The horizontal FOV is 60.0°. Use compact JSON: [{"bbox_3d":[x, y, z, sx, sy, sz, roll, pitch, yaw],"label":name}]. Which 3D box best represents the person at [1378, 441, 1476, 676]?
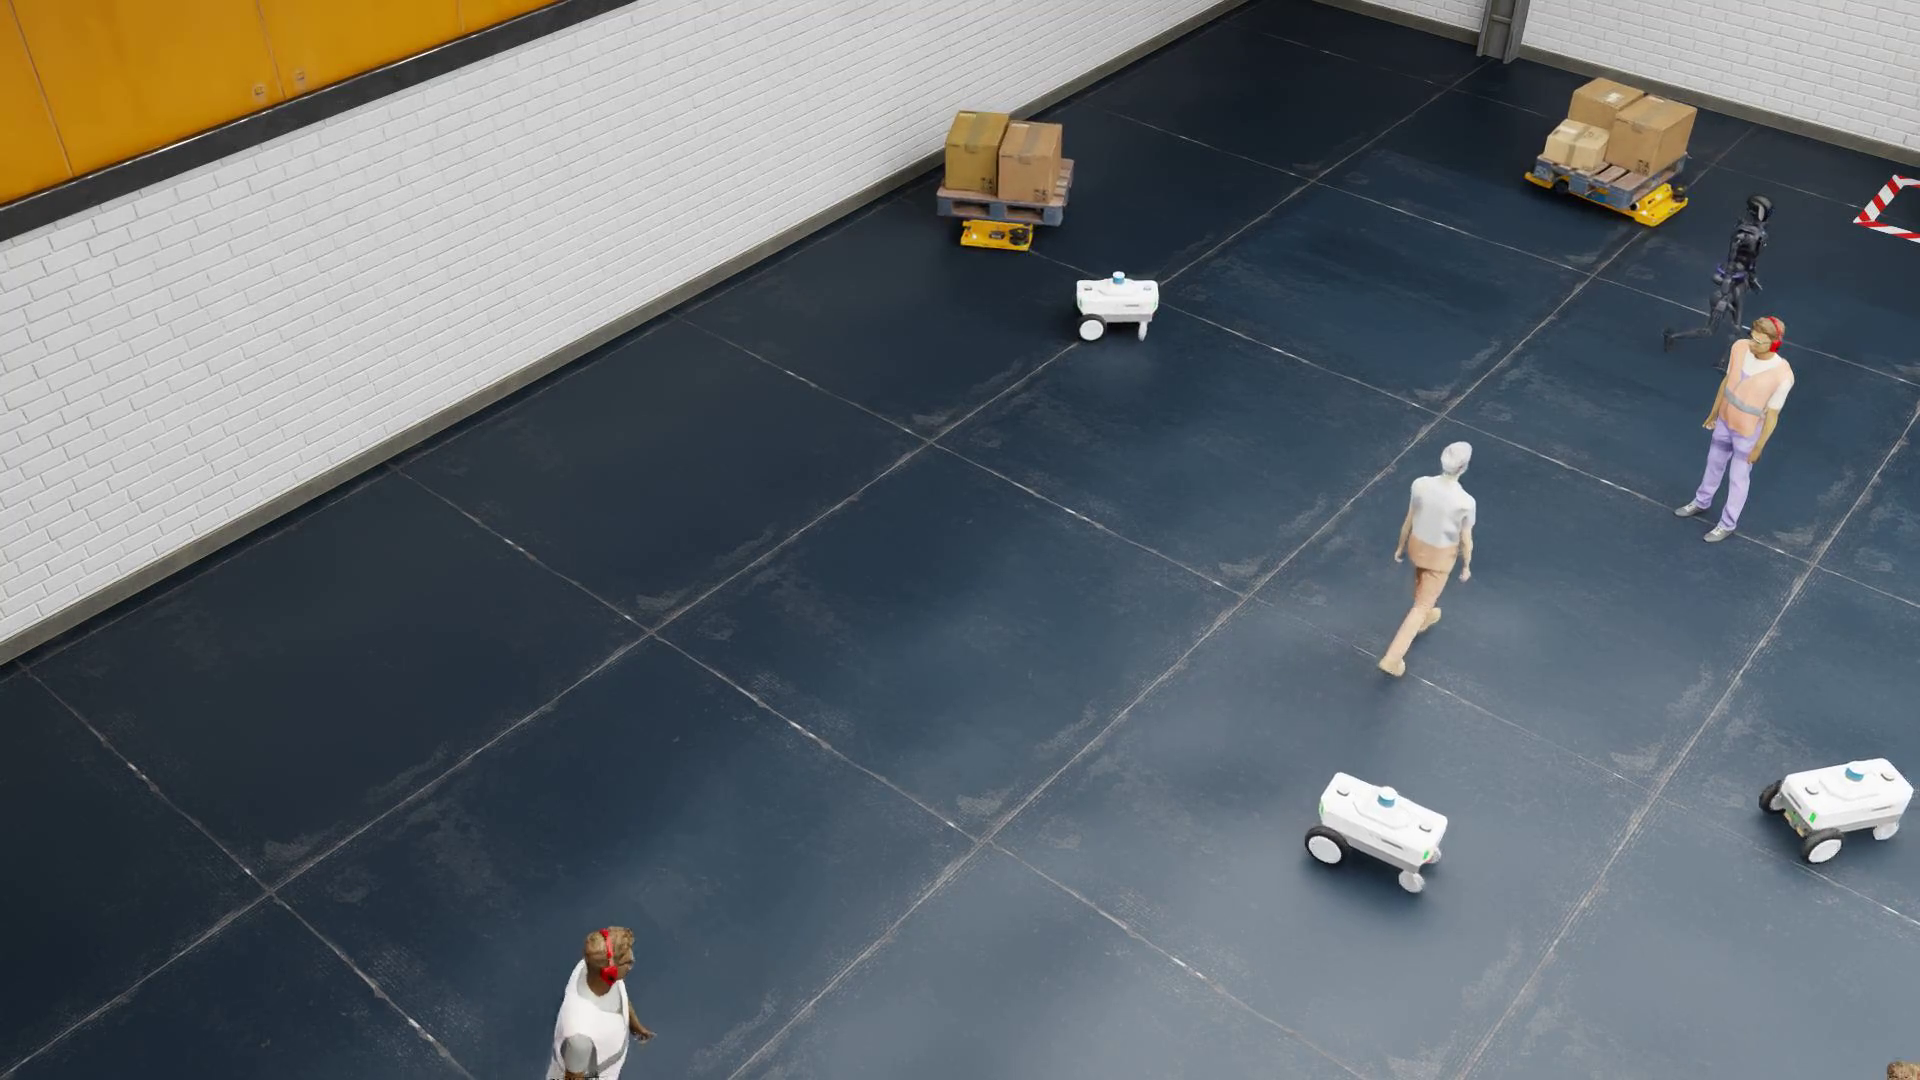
[{"bbox_3d":[3.109,0.108,11.007,0.489,1.713,0.868,31,48,33],"label":"person"}]

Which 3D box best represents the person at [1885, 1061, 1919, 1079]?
[{"bbox_3d":[4.068,2.979,7.357,0.502,1.823,0.665,9,40,11],"label":"person"}]

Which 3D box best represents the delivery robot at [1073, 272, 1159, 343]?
[{"bbox_3d":[1.342,-2.063,14.635,0.786,0.614,0.514,0,39,0],"label":"delivery robot"}]

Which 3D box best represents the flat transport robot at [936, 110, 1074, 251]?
[{"bbox_3d":[0.453,-3.276,16.353,0.659,0.231,1.431,7,39,8],"label":"flat transport robot"}]

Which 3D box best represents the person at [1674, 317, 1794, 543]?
[{"bbox_3d":[5.672,-0.824,12.065,0.389,1.836,0.559,-12,40,-15],"label":"person"}]

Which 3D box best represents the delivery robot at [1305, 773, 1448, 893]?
[{"bbox_3d":[2.501,1.701,9.928,0.756,0.571,0.499,22,44,25],"label":"delivery robot"}]

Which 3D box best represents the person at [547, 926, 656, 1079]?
[{"bbox_3d":[-1.707,2.520,7.940,0.643,1.793,0.596,-2,39,-3],"label":"person"}]

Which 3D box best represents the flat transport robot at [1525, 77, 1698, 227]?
[{"bbox_3d":[6.496,-3.569,16.716,0.659,0.231,1.431,-31,48,-33],"label":"flat transport robot"}]

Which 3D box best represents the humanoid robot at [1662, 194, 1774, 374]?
[{"bbox_3d":[6.406,-2.169,13.881,0.601,1.631,0.693,-31,48,-33],"label":"humanoid robot"}]

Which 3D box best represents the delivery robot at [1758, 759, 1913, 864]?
[{"bbox_3d":[5.326,1.596,10.092,0.815,0.614,0.499,-8,40,-10],"label":"delivery robot"}]
